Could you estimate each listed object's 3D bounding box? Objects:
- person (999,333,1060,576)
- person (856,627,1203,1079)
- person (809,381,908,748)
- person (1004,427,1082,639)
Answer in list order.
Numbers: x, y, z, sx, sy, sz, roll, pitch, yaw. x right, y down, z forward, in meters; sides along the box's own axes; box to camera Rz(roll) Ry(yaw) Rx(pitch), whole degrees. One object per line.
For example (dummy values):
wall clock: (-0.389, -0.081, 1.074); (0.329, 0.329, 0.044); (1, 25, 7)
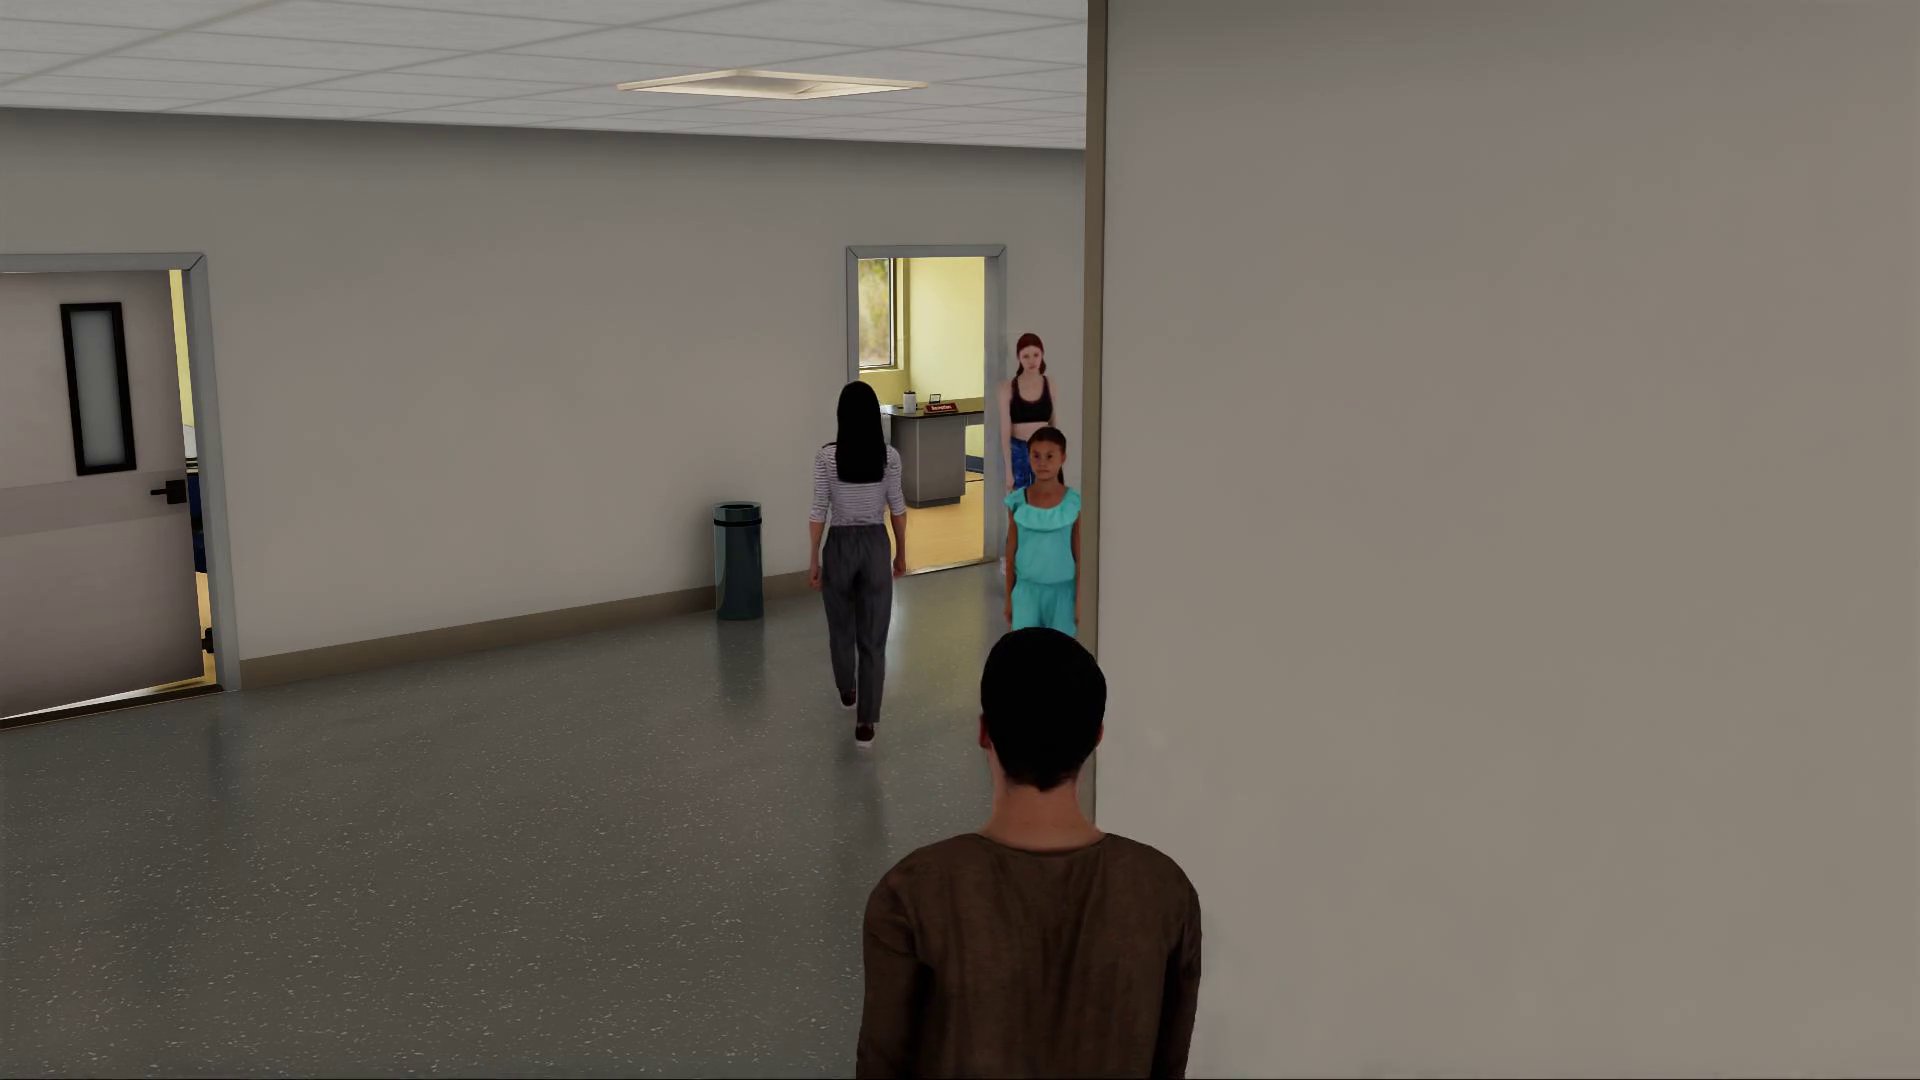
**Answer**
person: (0.432, -0.434, 10.710); (1.054, 1.749, 0.982); (-3, 11, -14)
person: (0.094, 1.089, 2.413); (1.213, 1.850, 1.030); (-3, 11, -17)
person: (-0.470, 0.148, 7.830); (1.160, 1.679, 1.118); (-1, 11, -4)
person: (0.408, 0.249, 7.688); (0.927, 1.533, 1.013); (1, 11, 8)
